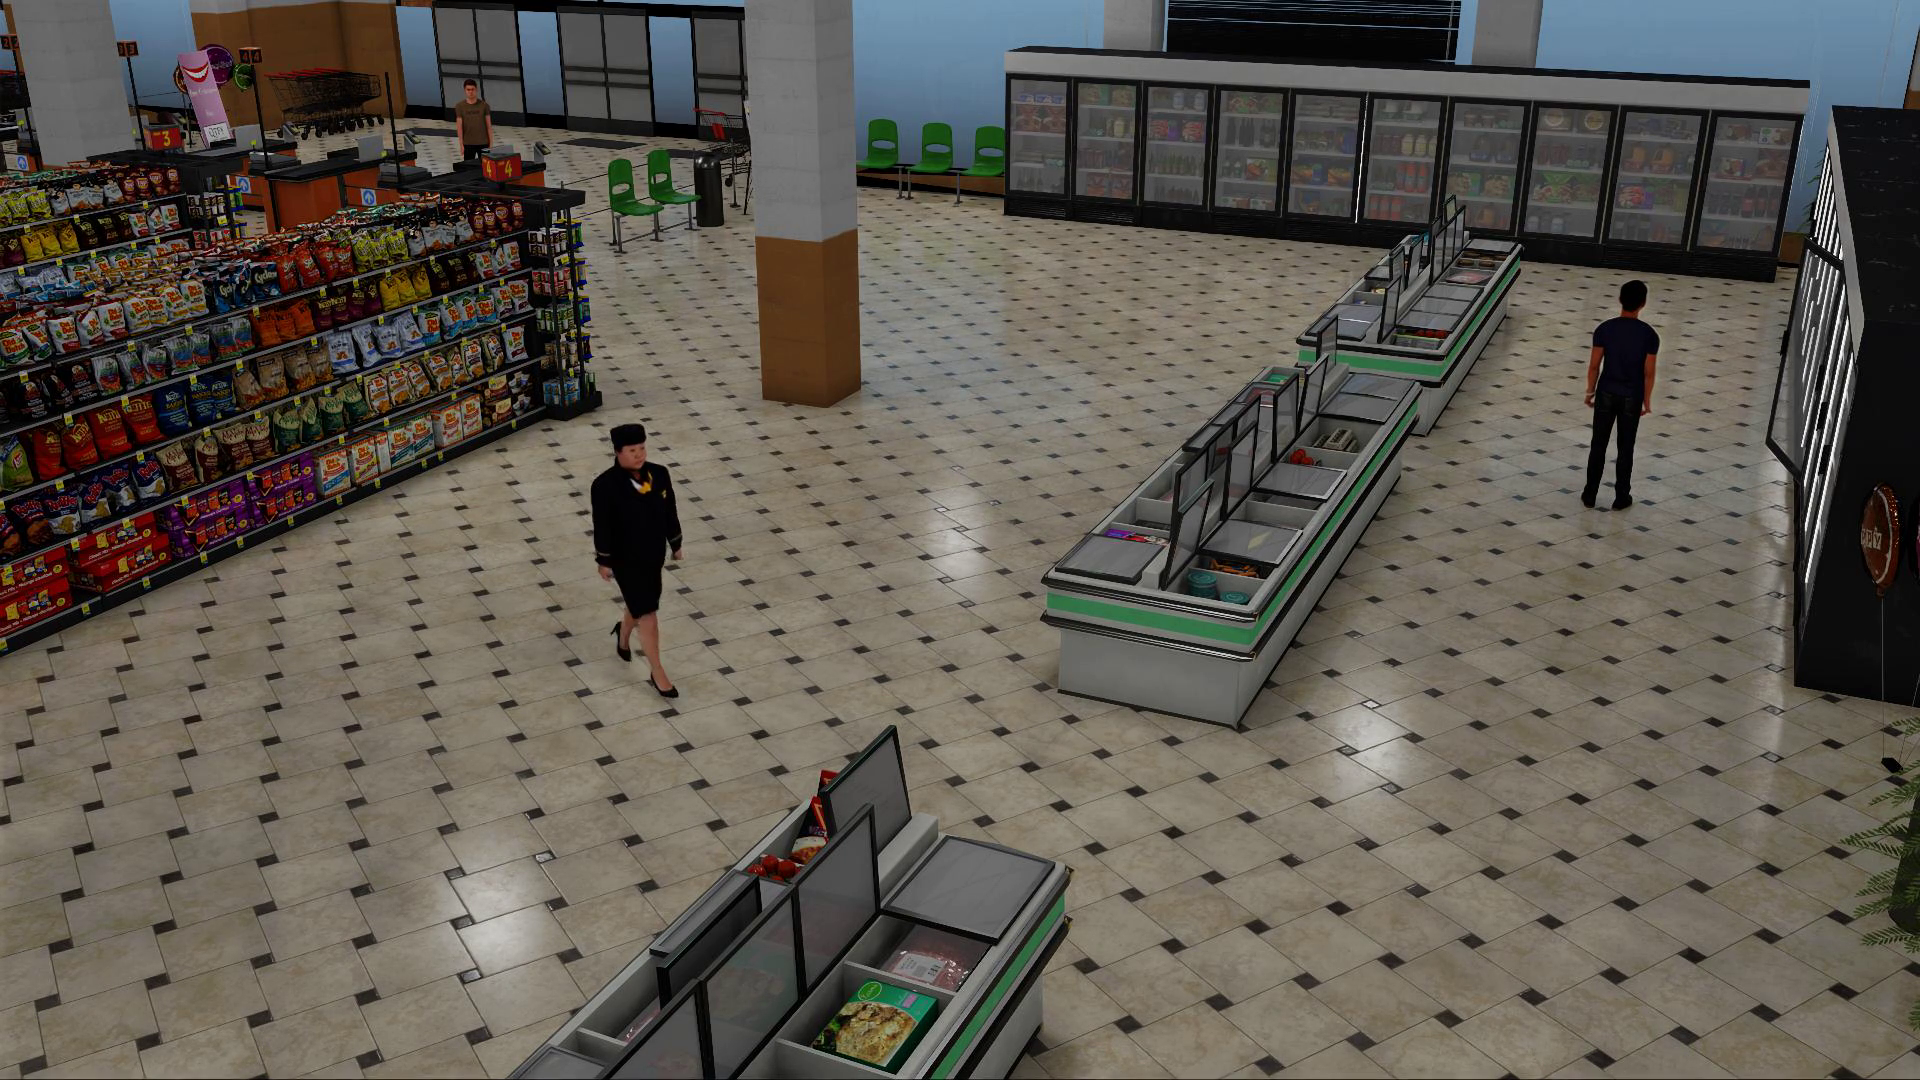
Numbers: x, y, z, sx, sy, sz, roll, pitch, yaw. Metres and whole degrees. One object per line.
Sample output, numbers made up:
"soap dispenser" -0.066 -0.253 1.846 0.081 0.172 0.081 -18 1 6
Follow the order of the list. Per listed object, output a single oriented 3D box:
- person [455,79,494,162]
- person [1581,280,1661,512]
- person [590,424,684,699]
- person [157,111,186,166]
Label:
"person" -7.107 -5.819 24.424 0.731 1.851 0.799 -9 23 -20
"person" 5.058 -1.106 12.773 0.643 1.793 0.524 11 24 25
"person" -1.957 0.098 9.974 1.100 1.645 1.024 -18 28 -38
"person" -10.175 -4.647 21.582 0.616 1.795 0.514 10 24 22
